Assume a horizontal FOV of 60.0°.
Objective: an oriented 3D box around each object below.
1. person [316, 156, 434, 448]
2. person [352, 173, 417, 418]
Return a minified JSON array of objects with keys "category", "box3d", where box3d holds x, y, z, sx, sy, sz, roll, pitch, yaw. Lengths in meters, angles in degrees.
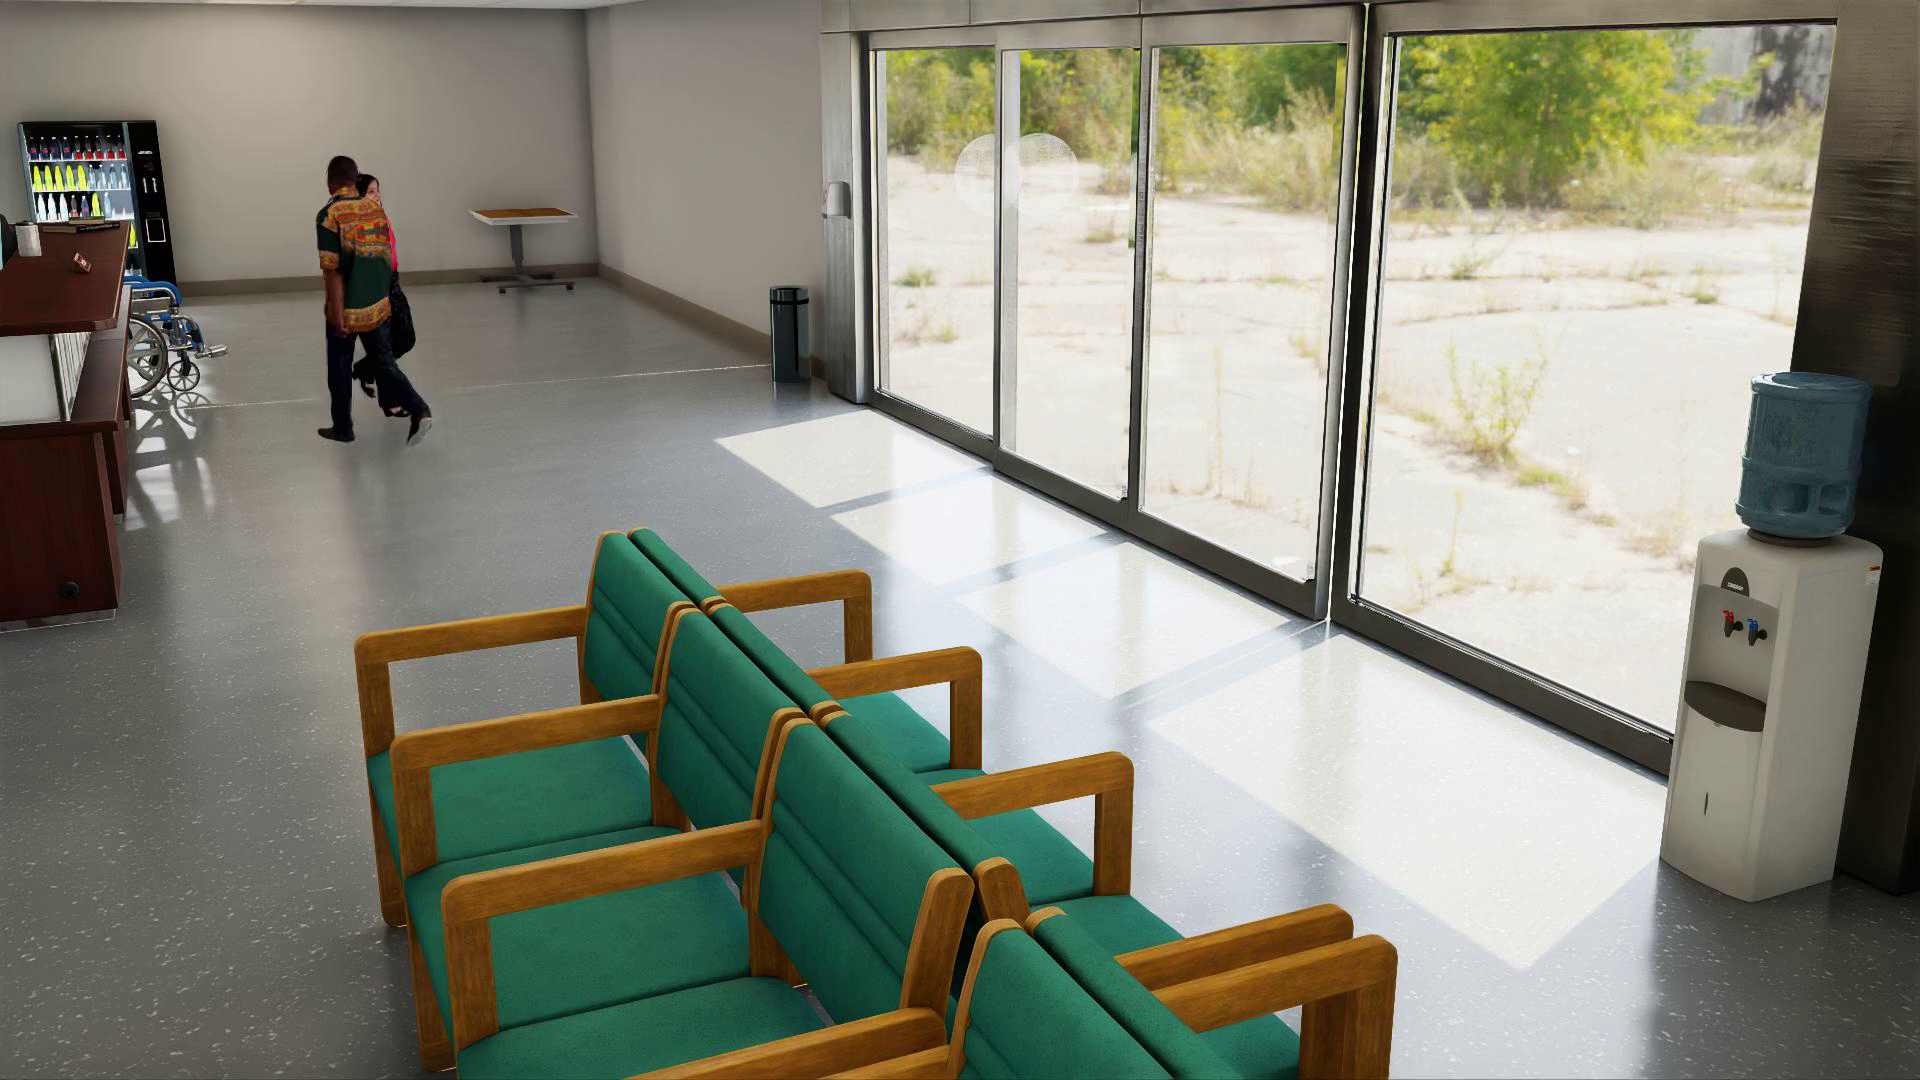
[{"category":"person","box3d":[-3.633,-1.427,10.246,1.161,1.774,1.204,9,18,29]},{"category":"person","box3d":[-4.027,-1.662,11.392,0.915,1.645,0.855,6,17,20]}]
